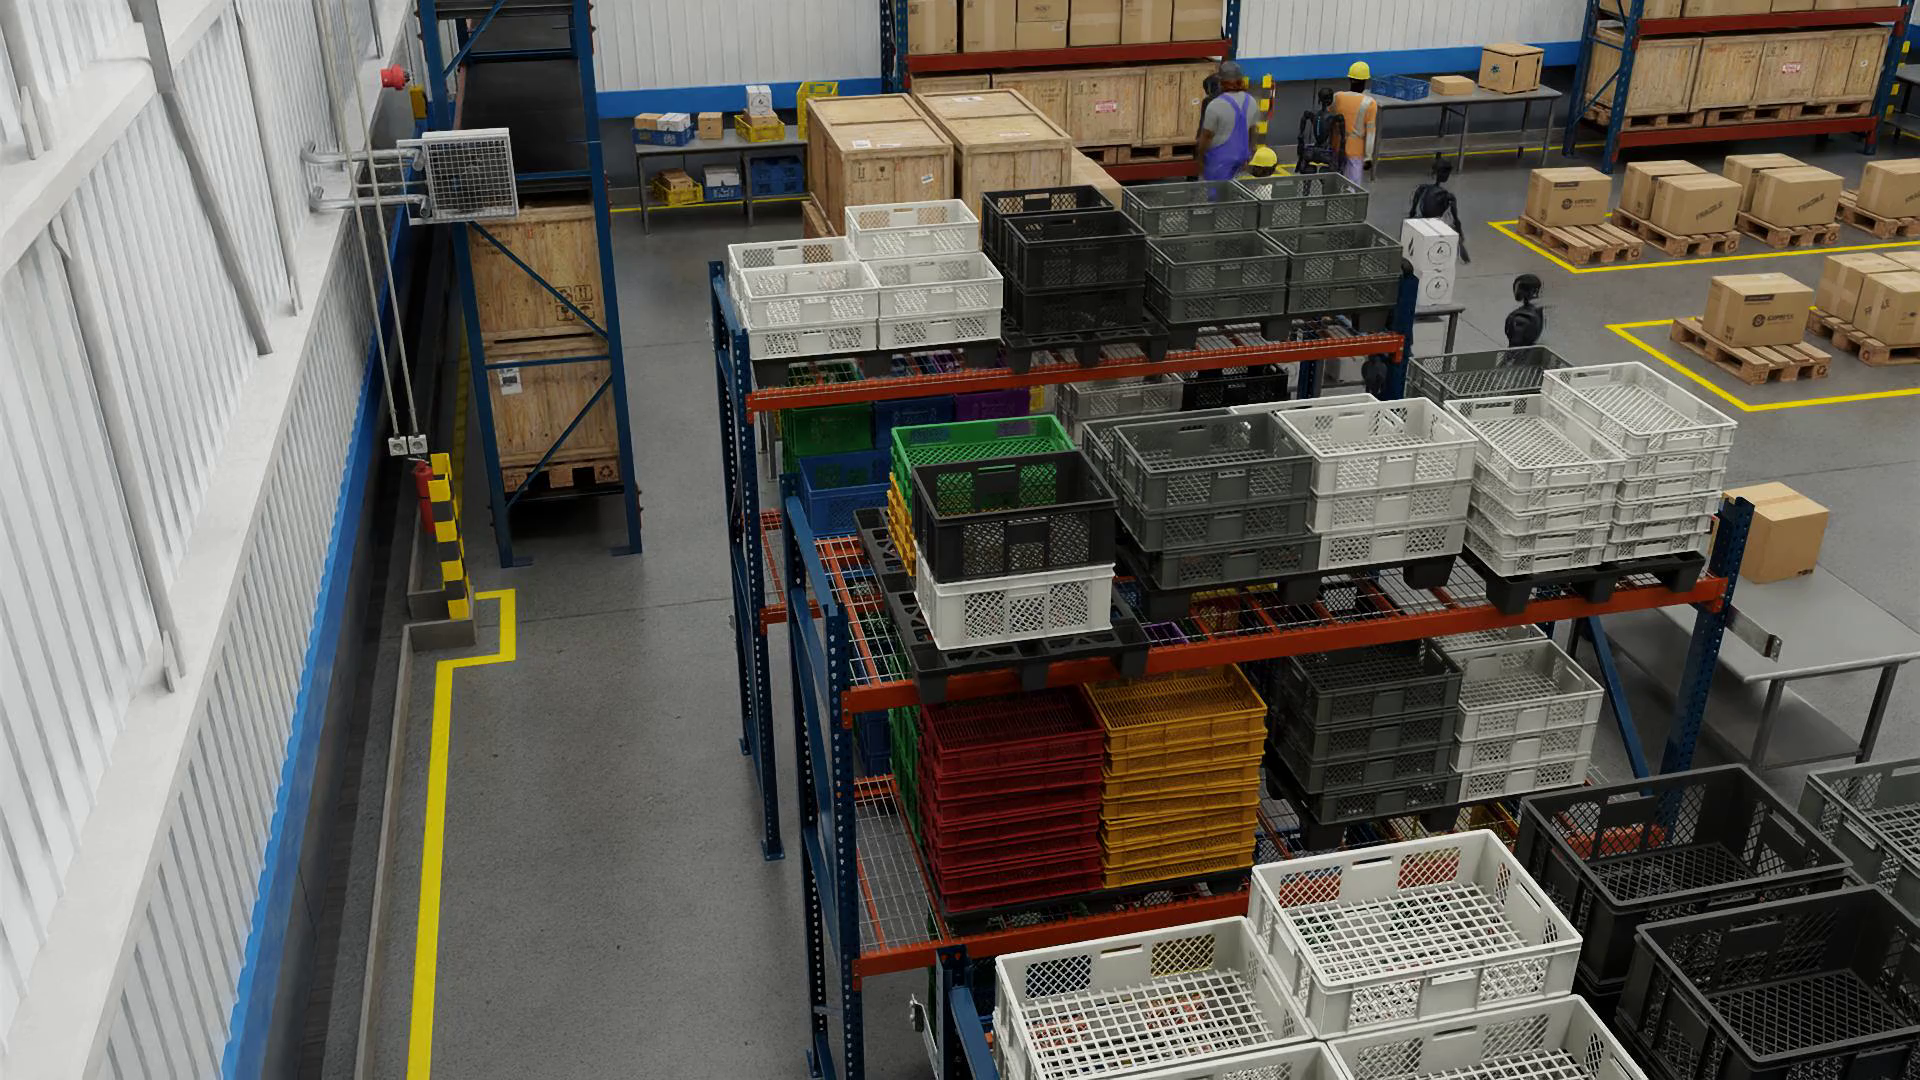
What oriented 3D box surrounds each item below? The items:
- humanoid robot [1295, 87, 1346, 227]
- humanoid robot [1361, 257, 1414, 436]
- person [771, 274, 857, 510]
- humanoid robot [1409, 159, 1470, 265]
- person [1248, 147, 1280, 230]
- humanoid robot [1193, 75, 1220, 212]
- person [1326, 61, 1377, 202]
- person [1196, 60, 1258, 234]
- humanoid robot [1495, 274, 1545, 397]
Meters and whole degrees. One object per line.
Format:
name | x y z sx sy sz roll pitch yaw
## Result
humanoid robot | 4.001 -4.203 18.495 0.588 1.657 0.328 15 31 26
humanoid robot | 3.424 -1.459 13.293 0.601 1.653 0.327 -24 36 -38
person | -0.899 -1.069 12.295 0.986 1.939 0.613 2 28 4
humanoid robot | 4.518 -2.821 15.909 0.696 1.626 0.553 -11 30 -20
person | 2.850 -2.861 15.868 0.311 1.768 0.522 4 28 8
humanoid robot | 3.027 -4.572 19.265 0.751 1.609 0.581 -11 30 -20
person | 4.325 -4.335 18.492 0.587 1.927 0.383 21 34 34
person | 2.928 -4.230 18.174 0.684 2.000 0.904 -19 33 -32
humanoid robot | 4.273 -1.274 12.954 0.429 1.635 0.582 15 31 27
